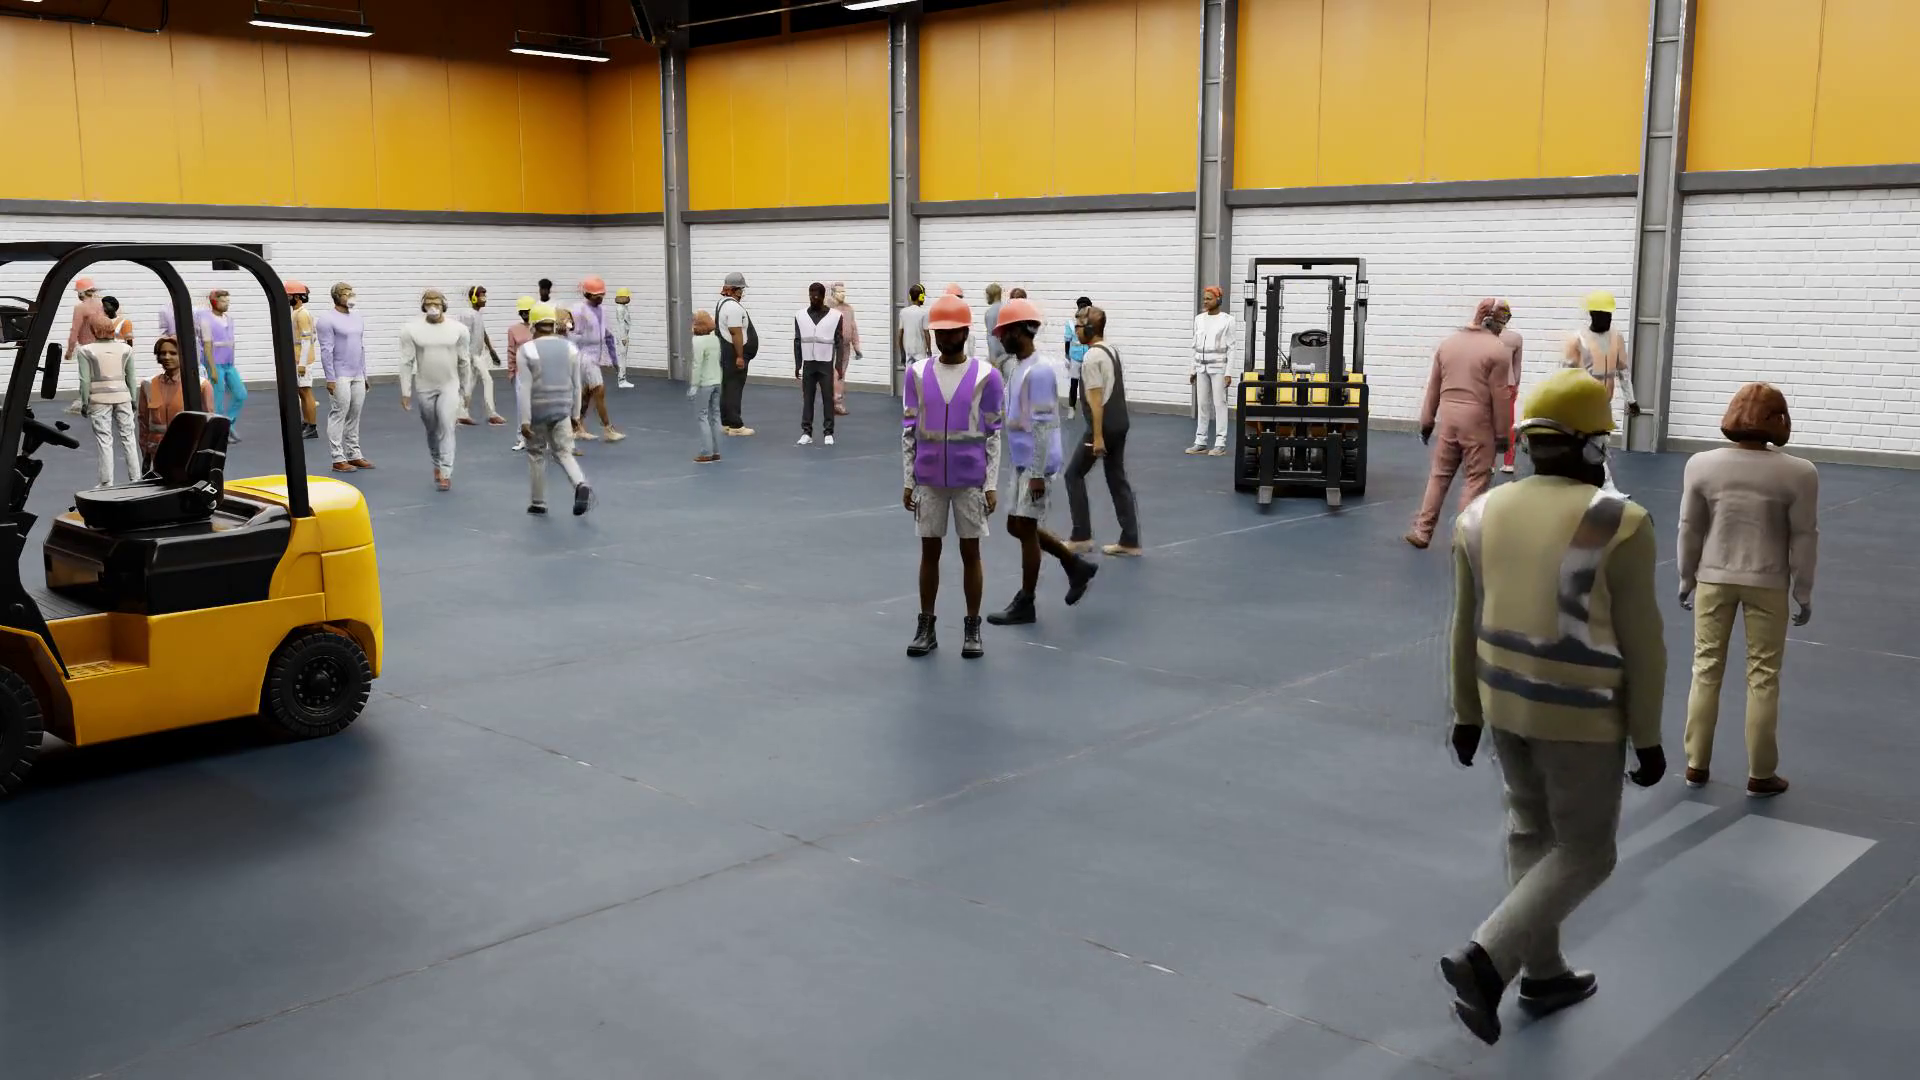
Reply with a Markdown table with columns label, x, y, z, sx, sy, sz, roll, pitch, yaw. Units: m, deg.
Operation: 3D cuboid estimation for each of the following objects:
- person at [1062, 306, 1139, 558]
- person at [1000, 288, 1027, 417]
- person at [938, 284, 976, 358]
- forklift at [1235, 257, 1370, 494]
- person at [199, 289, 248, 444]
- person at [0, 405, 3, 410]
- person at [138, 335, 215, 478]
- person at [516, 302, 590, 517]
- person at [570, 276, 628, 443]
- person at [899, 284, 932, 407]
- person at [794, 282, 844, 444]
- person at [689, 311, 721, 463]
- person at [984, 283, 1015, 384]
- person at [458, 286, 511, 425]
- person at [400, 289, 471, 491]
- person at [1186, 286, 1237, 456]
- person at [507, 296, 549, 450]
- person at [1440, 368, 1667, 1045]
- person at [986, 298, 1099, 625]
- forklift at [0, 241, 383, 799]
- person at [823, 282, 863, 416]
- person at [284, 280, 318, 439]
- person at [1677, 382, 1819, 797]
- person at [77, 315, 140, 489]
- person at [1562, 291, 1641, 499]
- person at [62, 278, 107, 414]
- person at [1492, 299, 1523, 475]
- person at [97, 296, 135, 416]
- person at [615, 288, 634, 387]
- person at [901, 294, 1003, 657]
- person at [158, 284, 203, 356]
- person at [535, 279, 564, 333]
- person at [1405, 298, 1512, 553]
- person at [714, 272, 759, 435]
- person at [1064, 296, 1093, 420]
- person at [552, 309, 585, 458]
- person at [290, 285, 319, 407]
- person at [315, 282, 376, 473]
| label | x | y | z | sx | sy | sz | roll | pitch | yaw |
| --- | --- | --- | --- | --- | --- | --- | --- | --- | --- |
| person | 0.988 | -0.768 | 11.951 | 0.691 | 1.805 | 0.527 | 5 | 10 | 27 |
| person | 0.699 | -2.611 | 23.278 | 0.507 | 1.803 | 0.670 | -3 | 10 | -20 |
| person | -0.054 | -2.428 | 21.946 | 0.543 | 1.871 | 0.998 | 1 | 9 | 7 |
| forklift | 3.309 | -1.629 | 16.029 | 1.214 | 2.155 | 2.313 | 2 | 9 | 11 |
| person | -8.714 | -2.042 | 19.660 | 0.488 | 1.828 | 0.605 | 2 | 9 | 9 |
| person | -14.194 | -2.767 | 24.165 | 0.663 | 1.813 | 0.661 | -2 | 9 | -10 |
| person | -5.115 | -0.519 | 10.905 | 0.514 | 1.645 | 0.309 | 0 | 9 | 2 |
| person | -3.366 | -1.059 | 13.745 | 0.592 | 1.807 | 0.736 | -8 | 12 | -41 |
| person | -4.297 | -2.135 | 19.764 | 0.902 | 1.978 | 0.736 | 4 | 10 | 21 |
| person | -0.585 | -2.476 | 22.235 | 0.535 | 1.864 | 0.309 | 7 | 11 | 35 |
| person | -1.669 | -2.083 | 19.679 | 0.589 | 1.913 | 0.398 | 1 | 9 | 8 |
| person | -2.708 | -1.627 | 17.778 | 0.304 | 1.626 | 0.552 | 4 | 10 | 21 |
| person | 0.575 | -2.458 | 22.089 | 1.047 | 1.892 | 0.669 | 6 | 11 | 34 |
| person | -6.279 | -2.417 | 21.963 | 0.848 | 1.831 | 0.517 | -1 | 9 | -5 |
| person | -4.979 | -1.445 | 15.850 | 0.638 | 1.901 | 1.020 | -2 | 10 | -13 |
| person | 2.792 | -1.873 | 18.480 | 0.573 | 1.883 | 0.356 | 9 | 13 | 44 |
| person | -4.900 | -1.897 | 18.986 | 0.527 | 1.768 | 0.331 | 0 | 9 | 2 |
| person | 1.539 | 0.452 | 4.435 | 0.692 | 1.815 | 0.585 | -6 | 11 | -31 |
| person | 0.482 | -0.460 | 9.746 | 0.646 | 1.909 | 0.559 | -3 | 10 | -17 |
| forklift | -3.706 | -0.171 | 7.093 | 1.214 | 2.155 | 2.313 | 9 | 13 | 43 |
| person | -1.653 | -2.706 | 23.600 | 0.727 | 1.885 | 0.648 | 7 | 12 | 39 |
| person | -8.066 | -2.197 | 20.296 | 0.357 | 1.938 | 0.545 | -6 | 11 | -31 |
| person | 3.095 | 0.194 | 6.568 | 0.508 | 1.632 | 0.270 | 7 | 12 | 38 |
| person | -7.954 | -1.275 | 15.553 | 0.315 | 1.641 | 0.515 | 9 | 13 | 43 |
| person | 5.654 | -1.269 | 14.818 | 0.604 | 1.875 | 1.016 | -4 | 10 | -23 |
| person | -12.285 | -2.727 | 23.538 | 1.026 | 1.951 | 0.606 | 0 | 9 | 3 |
| person | 5.415 | -1.541 | 16.801 | 0.532 | 1.767 | 0.328 | -3 | 10 | -18 |
| person | -11.834 | -2.566 | 23.296 | 0.540 | 1.695 | 0.317 | 1 | 9 | 8 |
| person | -5.885 | -3.551 | 29.194 | 0.296 | 1.744 | 0.488 | -1 | 9 | -9 |
| person | -0.049 | -0.334 | 8.876 | 0.543 | 1.939 | 0.356 | 2 | 9 | 10 |
| person | -11.088 | -2.720 | 23.738 | 0.611 | 1.870 | 0.761 | -3 | 10 | -16 |
| person | -6.739 | -3.302 | 27.145 | 0.646 | 1.901 | 1.022 | 1 | 9 | 9 |
| person | 3.670 | -0.829 | 12.161 | 0.460 | 1.869 | 0.800 | -6 | 11 | -33 |
| person | -2.789 | -2.336 | 20.836 | 0.535 | 2.000 | 0.686 | -4 | 10 | -23 |
| person | 1.685 | -2.474 | 22.728 | 0.540 | 1.697 | 0.317 | 0 | 9 | 3 |
| person | -4.335 | -1.710 | 18.235 | 0.284 | 1.636 | 0.500 | 4 | 10 | 25 |
| person | -9.937 | -2.932 | 25.121 | 0.429 | 1.835 | 0.633 | -6 | 11 | -32 |
| person | -6.285 | -1.665 | 17.037 | 0.372 | 1.940 | 0.632 | 3 | 10 | 17 |
